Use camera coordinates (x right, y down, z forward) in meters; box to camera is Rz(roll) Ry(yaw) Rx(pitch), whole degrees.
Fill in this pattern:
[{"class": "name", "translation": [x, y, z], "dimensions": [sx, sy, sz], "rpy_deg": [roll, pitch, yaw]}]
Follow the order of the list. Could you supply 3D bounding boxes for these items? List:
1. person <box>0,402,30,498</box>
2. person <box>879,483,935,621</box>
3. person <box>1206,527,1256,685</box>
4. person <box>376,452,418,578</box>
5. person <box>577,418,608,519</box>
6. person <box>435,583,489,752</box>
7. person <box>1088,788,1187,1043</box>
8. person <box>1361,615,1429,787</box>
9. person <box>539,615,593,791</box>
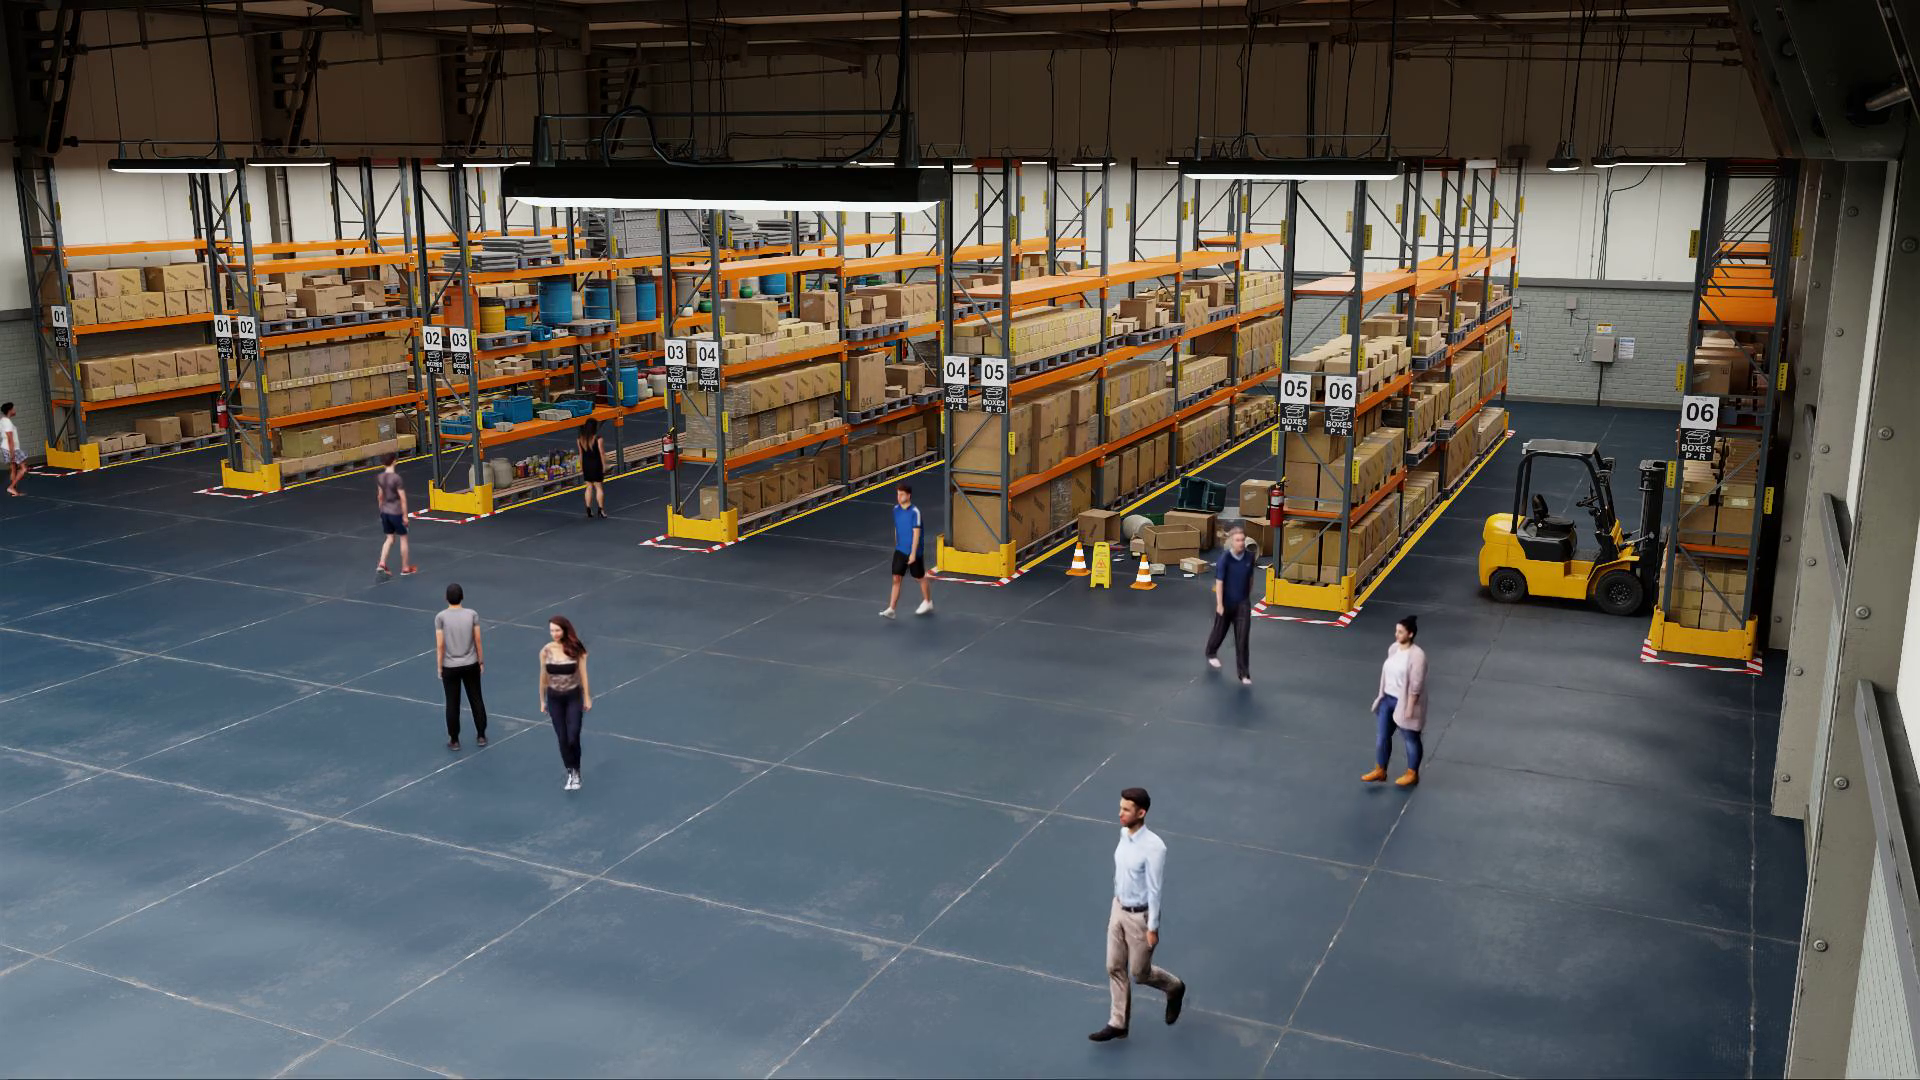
[{"class": "person", "translation": [-17.105, -1.597, 29.849], "dimensions": [0.730, 1.720, 0.746], "rpy_deg": [12, 18, 42]}, {"class": "person", "translation": [-0.595, 0.147, 22.091], "dimensions": [0.782, 1.822, 1.244], "rpy_deg": [8, 16, 33]}, {"class": "person", "translation": [3.175, 0.740, 19.554], "dimensions": [1.185, 1.811, 1.332], "rpy_deg": [-3, 13, -13]}, {"class": "person", "translation": [-8.289, -0.355, 24.205], "dimensions": [0.662, 1.847, 0.900], "rpy_deg": [5, 14, 22]}, {"class": "person", "translation": [-6.231, -1.222, 28.234], "dimensions": [0.673, 1.718, 0.628], "rpy_deg": [4, 14, 18]}, {"class": "person", "translation": [-5.190, 1.299, 17.266], "dimensions": [0.668, 1.754, 0.758], "rpy_deg": [-7, 15, -27]}, {"class": "person", "translation": [1.272, 2.593, 11.510], "dimensions": [1.106, 1.831, 0.972], "rpy_deg": [-8, 15, -30]}, {"class": "person", "translation": [4.395, 1.561, 16.187], "dimensions": [0.983, 1.731, 0.921], "rpy_deg": [-6, 14, -23]}, {"class": "person", "translation": [-3.807, 1.559, 16.148], "dimensions": [0.746, 1.753, 0.774], "rpy_deg": [0, 13, 1]}]
